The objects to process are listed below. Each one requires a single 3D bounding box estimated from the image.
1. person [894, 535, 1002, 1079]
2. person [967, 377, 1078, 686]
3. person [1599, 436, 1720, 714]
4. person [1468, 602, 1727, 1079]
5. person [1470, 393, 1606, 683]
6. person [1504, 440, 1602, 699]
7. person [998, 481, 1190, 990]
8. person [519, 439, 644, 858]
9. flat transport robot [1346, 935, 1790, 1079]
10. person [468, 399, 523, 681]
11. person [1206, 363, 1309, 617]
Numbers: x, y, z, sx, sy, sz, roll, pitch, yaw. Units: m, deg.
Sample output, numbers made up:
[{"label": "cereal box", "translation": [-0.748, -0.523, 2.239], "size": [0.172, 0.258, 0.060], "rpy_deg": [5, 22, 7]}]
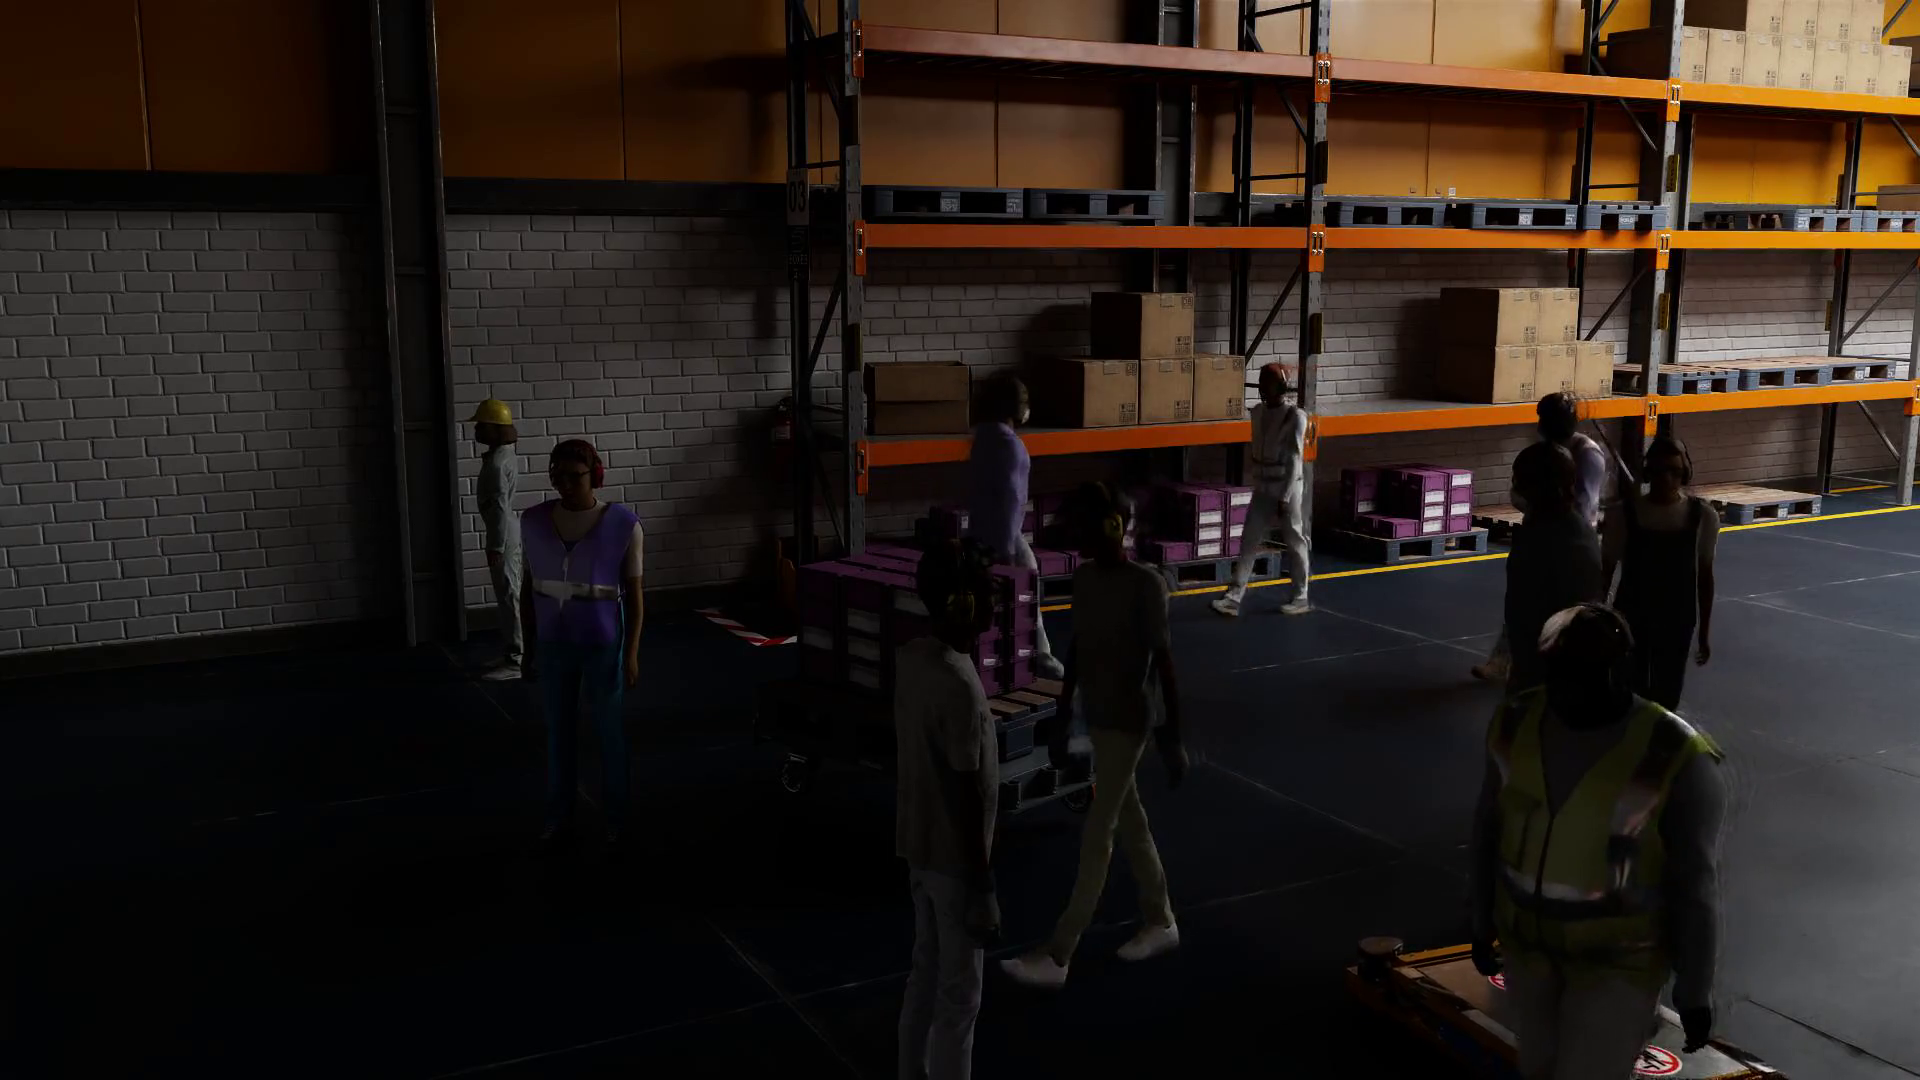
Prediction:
[{"label": "person", "translation": [-0.013, 0.909, 4.701], "size": [0.328, 1.872, 0.515], "rpy_deg": [-4, 11, -22]}, {"label": "person", "translation": [0.357, -0.001, 9.812], "size": [0.819, 1.910, 0.658], "rpy_deg": [-3, 10, -18]}, {"label": "person", "translation": [3.265, 0.400, 7.850], "size": [0.521, 1.798, 0.991], "rpy_deg": [4, 11, 23]}, {"label": "person", "translation": [1.629, 1.026, 4.265], "size": [0.815, 1.812, 0.653], "rpy_deg": [-8, 13, -38]}, {"label": "person", "translation": [3.638, 0.005, 10.160], "size": [0.986, 1.796, 0.638], "rpy_deg": [-4, 11, -24]}, {"label": "person", "translation": [2.257, 0.575, 6.446], "size": [0.371, 1.933, 0.627], "rpy_deg": [1, 10, 5]}, {"label": "person", "translation": [0.478, 0.706, 6.017], "size": [0.947, 1.817, 0.519], "rpy_deg": [-6, 12, -33]}, {"label": "person", "translation": [-1.656, 0.467, 7.314], "size": [0.567, 1.846, 0.389], "rpy_deg": [1, 10, 7]}, {"label": "flat transport robot", "translation": [1.925, 1.595, 5.351], "size": [0.652, 0.197, 1.431], "rpy_deg": [-4, 11, -21]}, {"label": "person", "translation": [-2.866, -0.005, 10.324], "size": [0.289, 1.746, 0.487], "rpy_deg": [-2, 10, -11]}, {"label": "person", "translation": [2.191, -0.338, 11.956], "size": [0.941, 1.838, 0.601], "rpy_deg": [-7, 12, -34]}]
